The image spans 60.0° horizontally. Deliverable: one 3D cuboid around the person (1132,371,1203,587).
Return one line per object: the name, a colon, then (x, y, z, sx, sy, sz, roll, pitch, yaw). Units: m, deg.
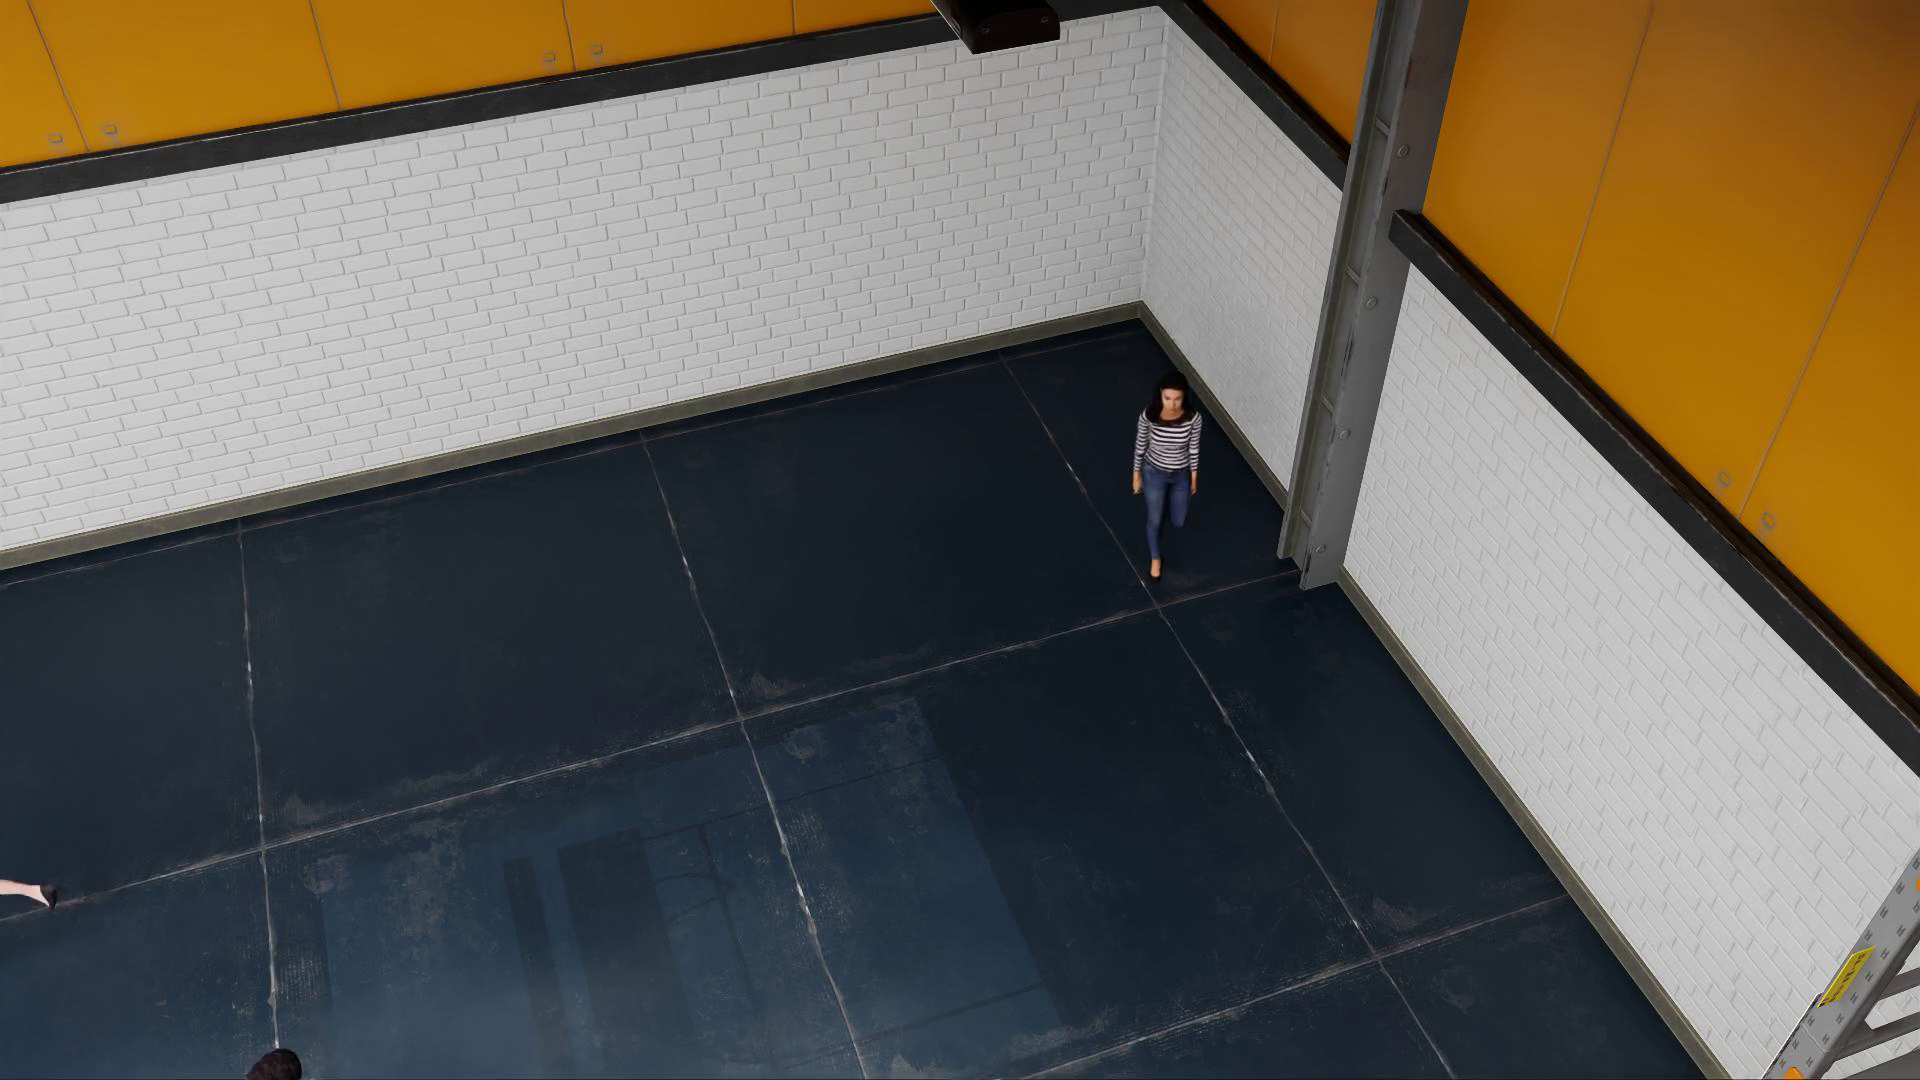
person: (1.396, -0.466, 11.321, 0.743, 1.779, 0.861, 1, 44, 1)
